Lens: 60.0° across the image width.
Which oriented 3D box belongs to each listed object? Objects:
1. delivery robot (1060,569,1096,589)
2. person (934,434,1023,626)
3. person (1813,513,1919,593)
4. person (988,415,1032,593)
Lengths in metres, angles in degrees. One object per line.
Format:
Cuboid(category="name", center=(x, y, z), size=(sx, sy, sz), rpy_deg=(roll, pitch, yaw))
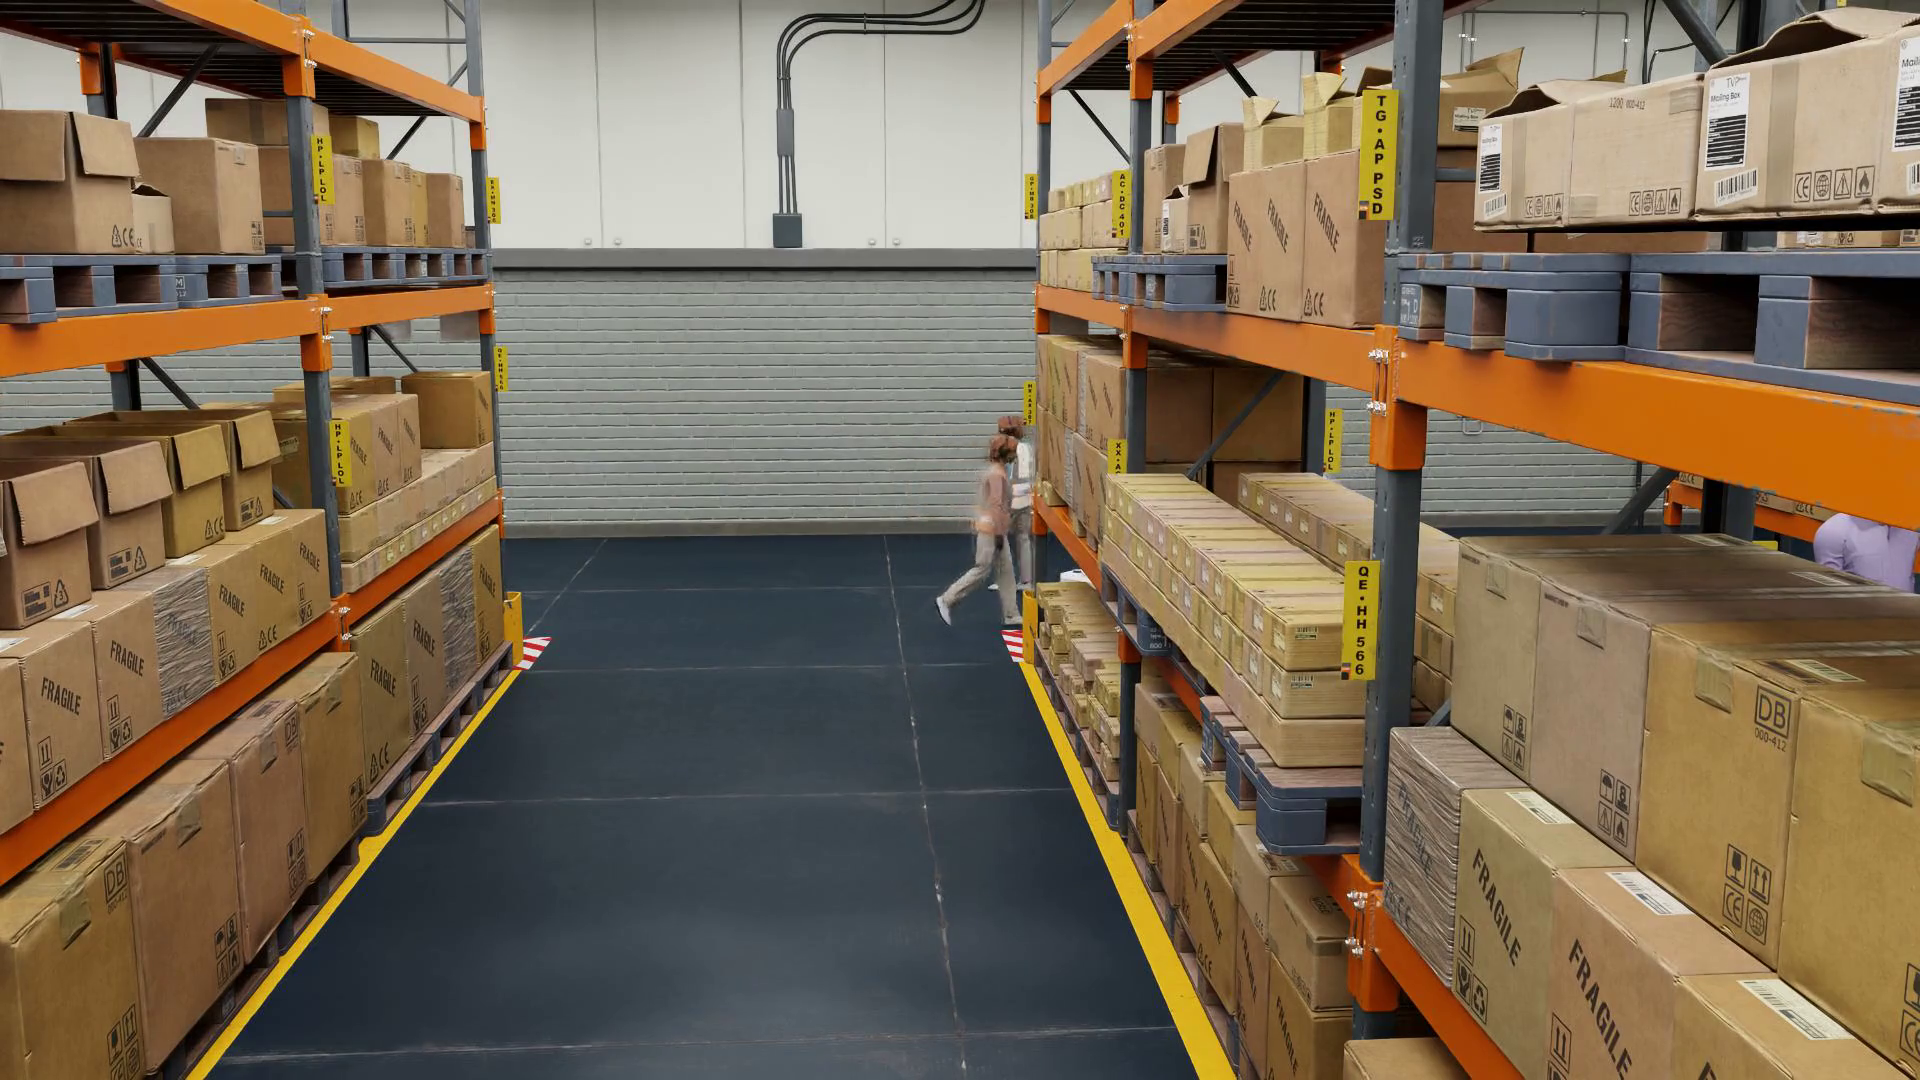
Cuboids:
Cuboid(category="delivery robot", center=(1.173, 0.394, 13.715), size=(0.707, 0.478, 0.477), rpy_deg=(8, 13, 40))
Cuboid(category="person", center=(0.203, -0.076, 13.661), size=(0.759, 1.603, 0.538), rpy_deg=(1, 10, 8))
Cuboid(category="person", center=(5.068, 0.519, 9.288), size=(0.642, 1.907, 0.410), rpy_deg=(-3, 10, -15))
Cuboid(category="person", center=(0.444, -0.316, 14.983), size=(0.470, 1.624, 0.533), rpy_deg=(6, 11, 32))
